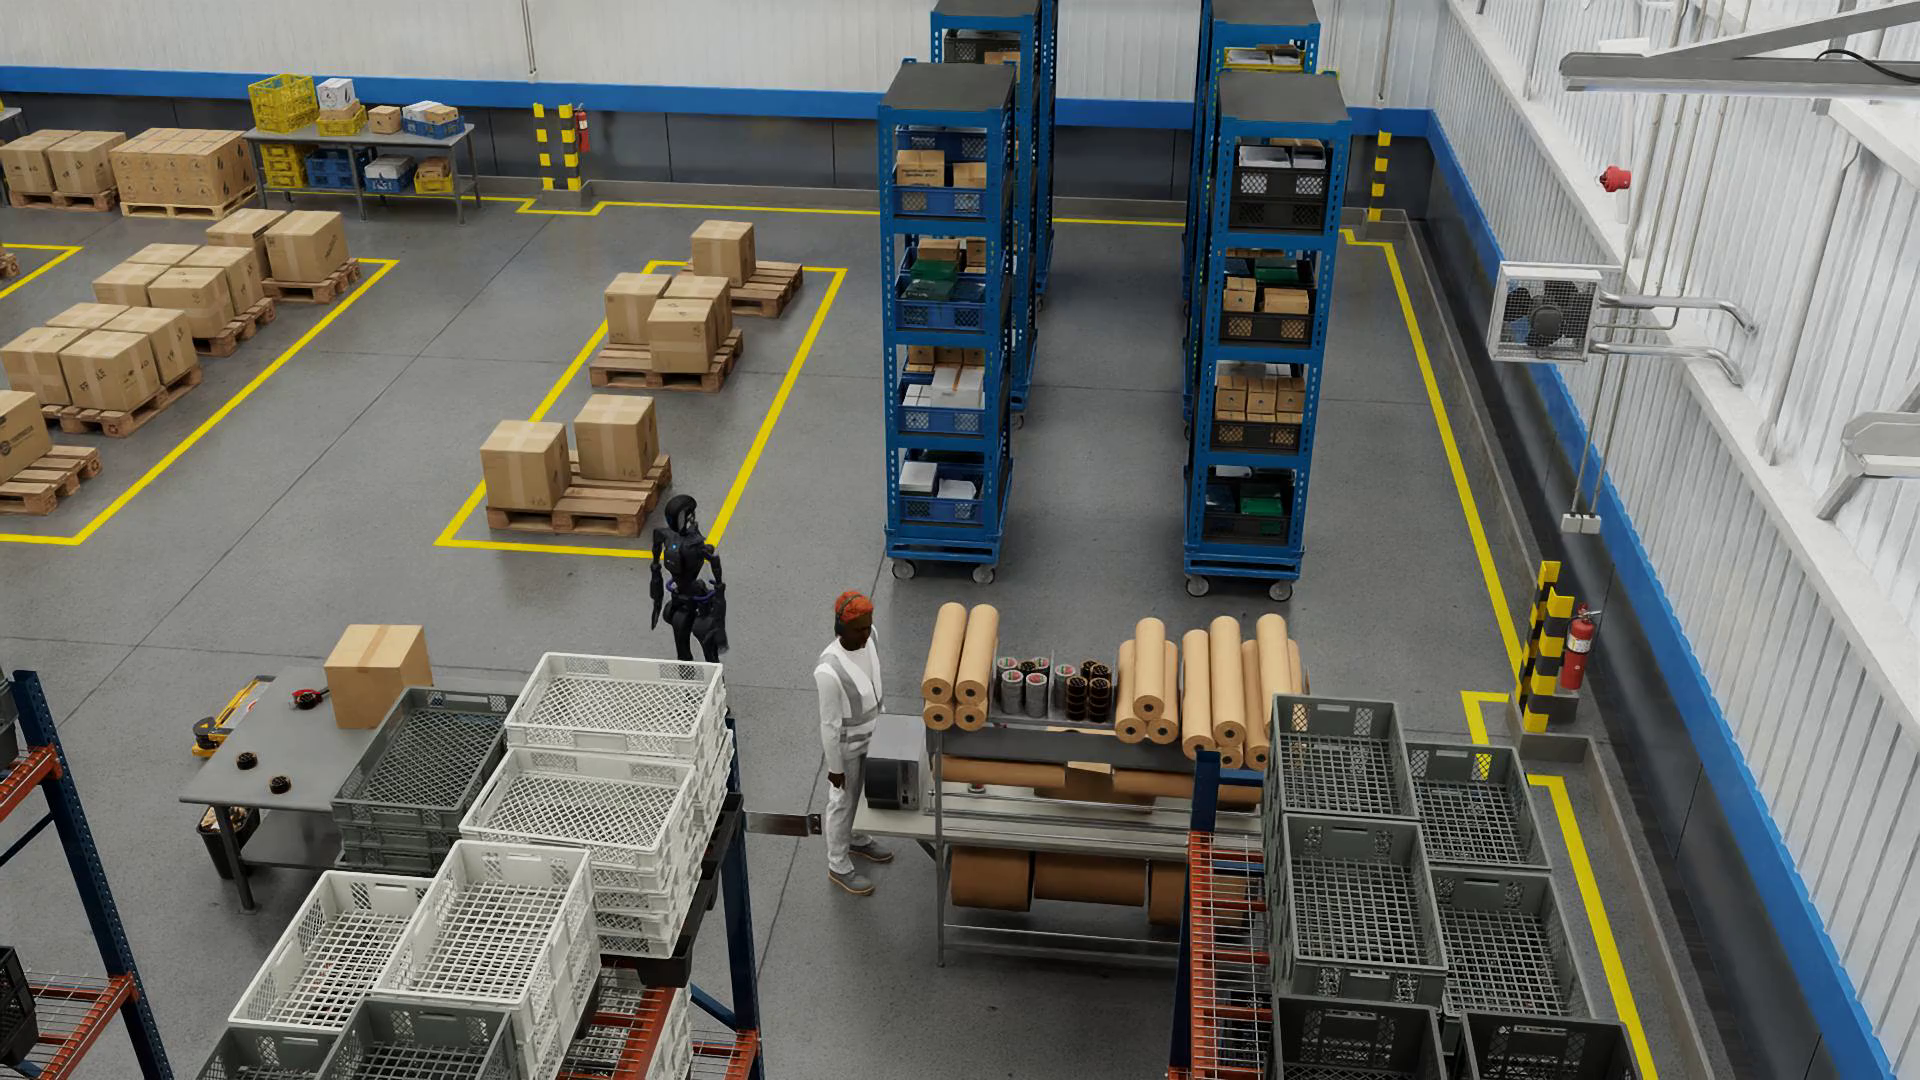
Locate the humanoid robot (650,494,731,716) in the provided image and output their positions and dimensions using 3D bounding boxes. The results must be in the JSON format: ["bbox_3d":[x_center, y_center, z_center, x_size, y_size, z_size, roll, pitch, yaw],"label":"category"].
[{"bbox_3d":[-1.697,0.452,10.481,0.601,1.657,0.330,16,34,26],"label":"humanoid robot"}]

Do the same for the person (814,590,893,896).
[{"bbox_3d":[-0.586,1.098,9.184,0.338,1.879,0.582,11,32,19],"label":"person"}]

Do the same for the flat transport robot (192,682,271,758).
[{"bbox_3d":[-4.089,1.163,10.648,1.431,0.197,0.652,3,30,6],"label":"flat transport robot"}]
